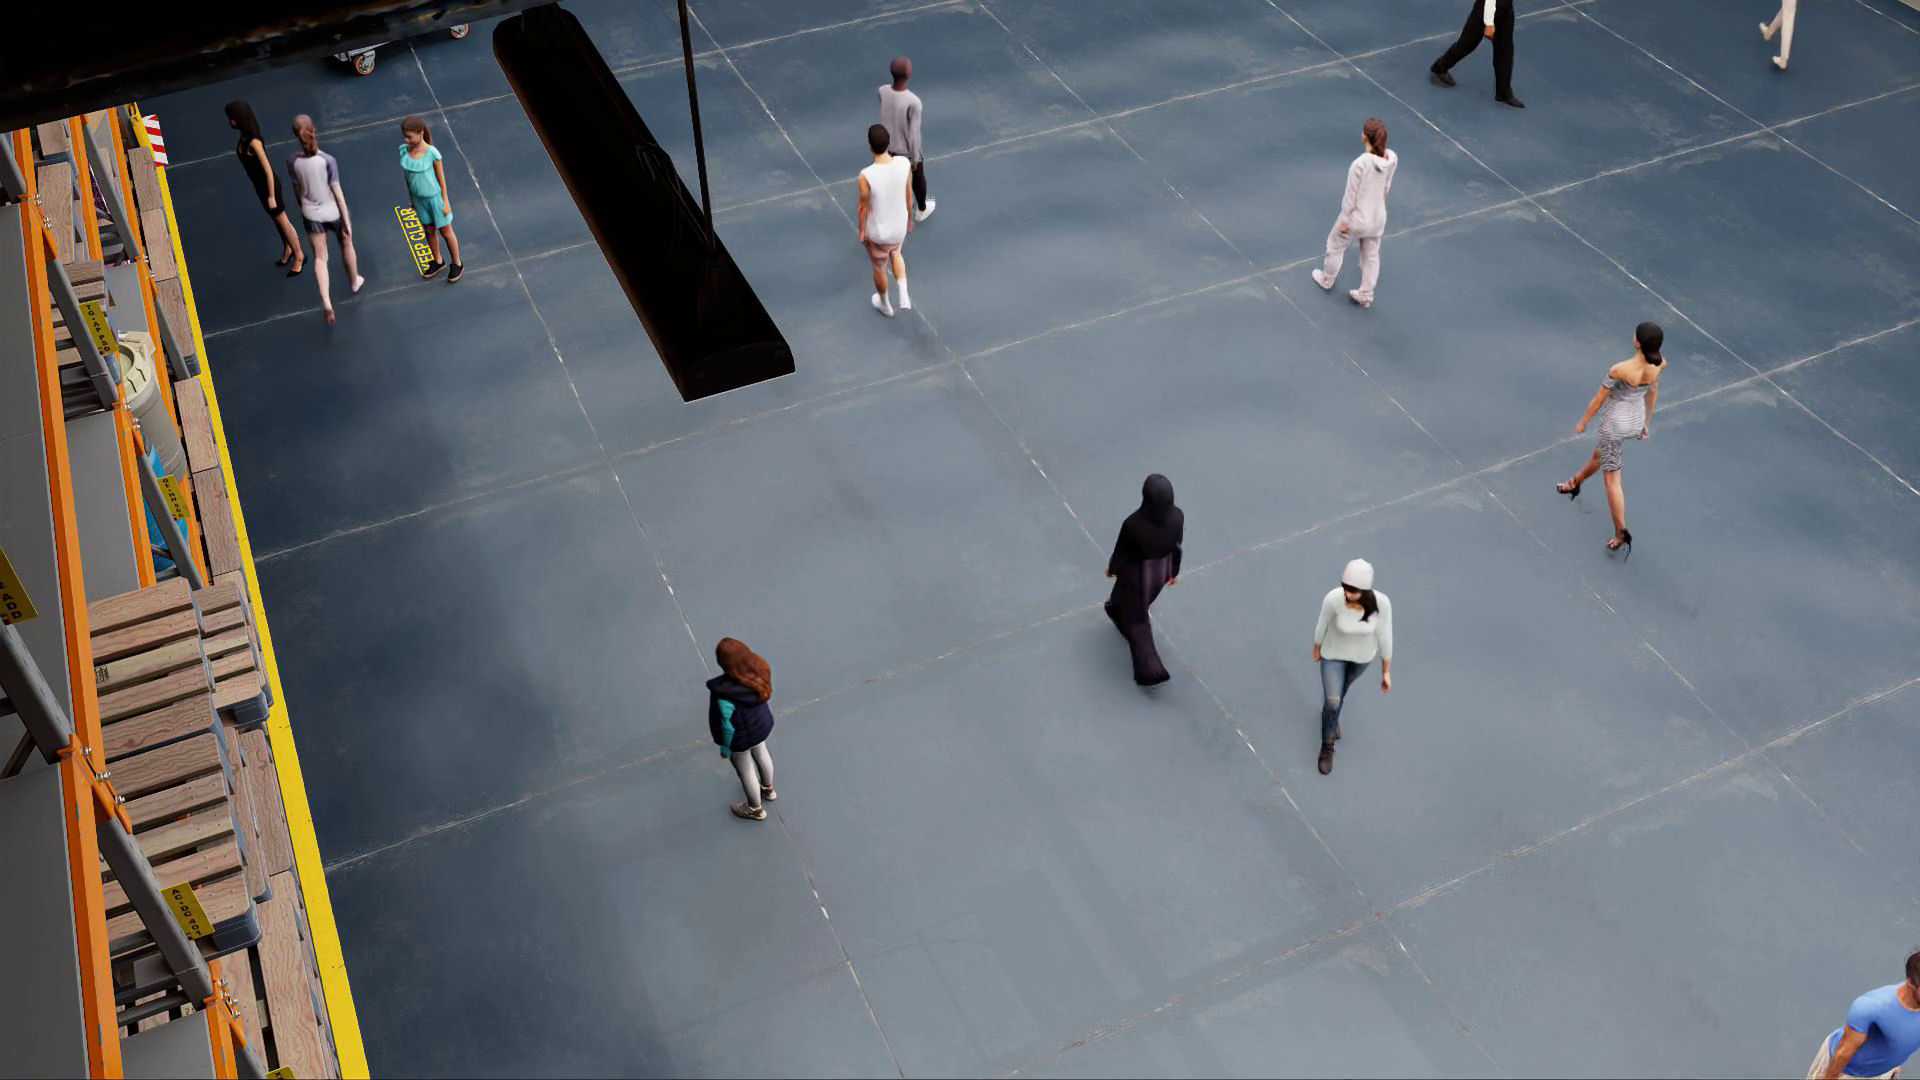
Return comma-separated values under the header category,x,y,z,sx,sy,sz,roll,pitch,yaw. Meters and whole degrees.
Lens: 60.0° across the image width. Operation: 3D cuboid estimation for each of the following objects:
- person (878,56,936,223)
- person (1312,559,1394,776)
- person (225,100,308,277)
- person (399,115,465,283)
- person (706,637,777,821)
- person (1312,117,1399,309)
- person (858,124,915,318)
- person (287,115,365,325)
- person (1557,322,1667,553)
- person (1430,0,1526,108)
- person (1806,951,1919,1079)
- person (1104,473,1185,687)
category,x,y,z,sx,sy,sz,roll,pitch,yaw
person,-0.590,-3.388,14.616,1.160,1.737,1.127,21,47,21
person,2.420,0.654,10.453,0.801,1.627,0.923,-2,44,-2
person,-5.955,-3.031,14.306,0.665,1.648,0.484,-26,49,-25
person,-4.556,-2.950,14.286,0.648,1.558,0.703,12,45,12
person,-1.304,1.133,10.043,0.742,1.499,0.688,17,46,17
person,3.424,-2.671,13.917,0.644,1.663,0.839,-17,46,-17
person,-0.577,-2.562,13.717,0.662,1.781,0.728,-20,47,-20
person,-5.288,-2.649,13.842,0.804,1.735,1.125,-6,44,-6
person,4.710,-0.696,11.763,0.651,1.774,1.083,-15,46,-16
person,5.195,-5.280,16.510,1.402,1.864,1.038,32,52,29
person,4.472,2.577,8.264,0.684,1.862,0.601,-11,45,-11
person,1.236,0.259,10.890,0.606,1.597,1.069,-18,46,-18
